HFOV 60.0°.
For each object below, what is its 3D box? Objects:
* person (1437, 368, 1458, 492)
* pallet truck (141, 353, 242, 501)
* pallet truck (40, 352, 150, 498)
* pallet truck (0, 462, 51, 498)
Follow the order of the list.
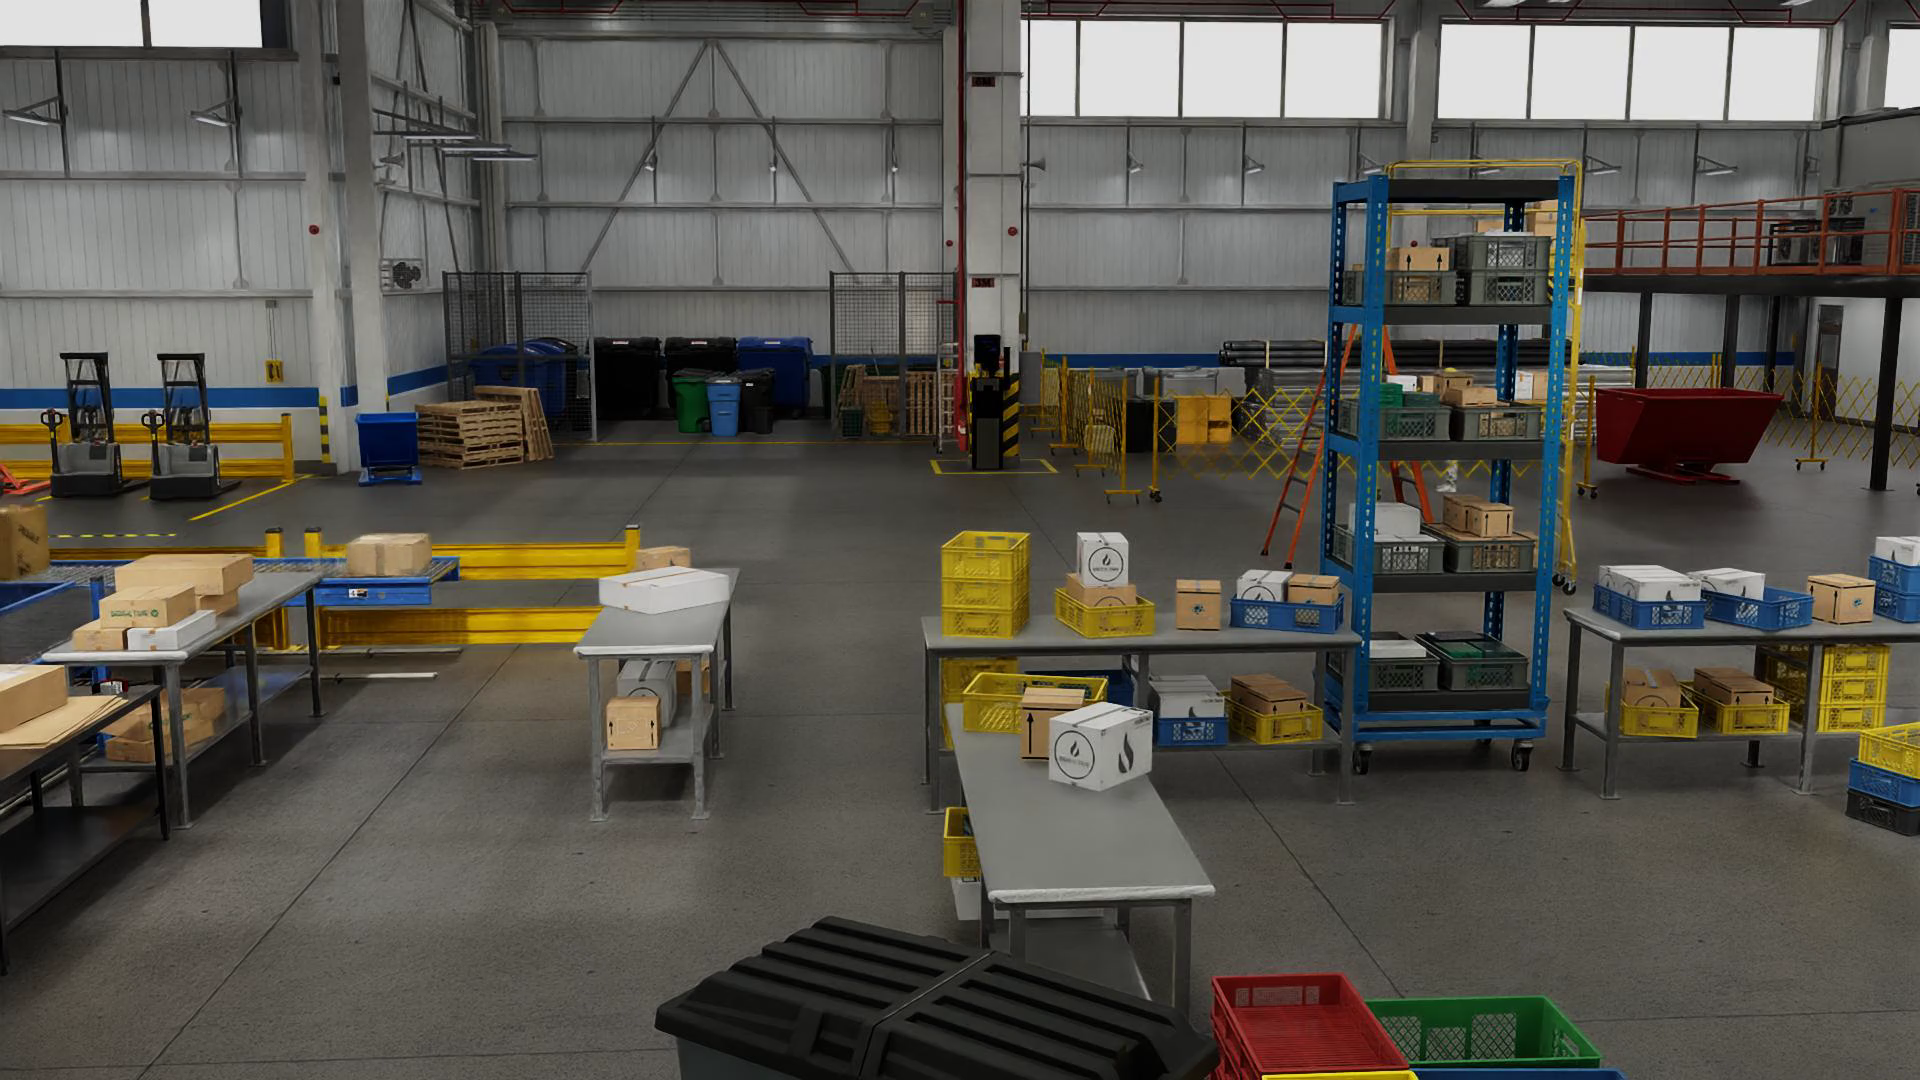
[{"bbox_3d":[6.859,-1.549,23.373,0.320,1.742,0.492,3,10,19],"label":"person"},{"bbox_3d":[-10.520,-1.604,22.925,0.823,1.965,1.885,-1,9,-6],"label":"pallet truck"},{"bbox_3d":[-11.907,-1.642,23.165,0.823,1.965,1.885,0,9,0],"label":"pallet truck"},{"bbox_3d":[-13.193,-1.293,23.148,0.653,1.274,1.630,-1,9,-4],"label":"pallet truck"}]
